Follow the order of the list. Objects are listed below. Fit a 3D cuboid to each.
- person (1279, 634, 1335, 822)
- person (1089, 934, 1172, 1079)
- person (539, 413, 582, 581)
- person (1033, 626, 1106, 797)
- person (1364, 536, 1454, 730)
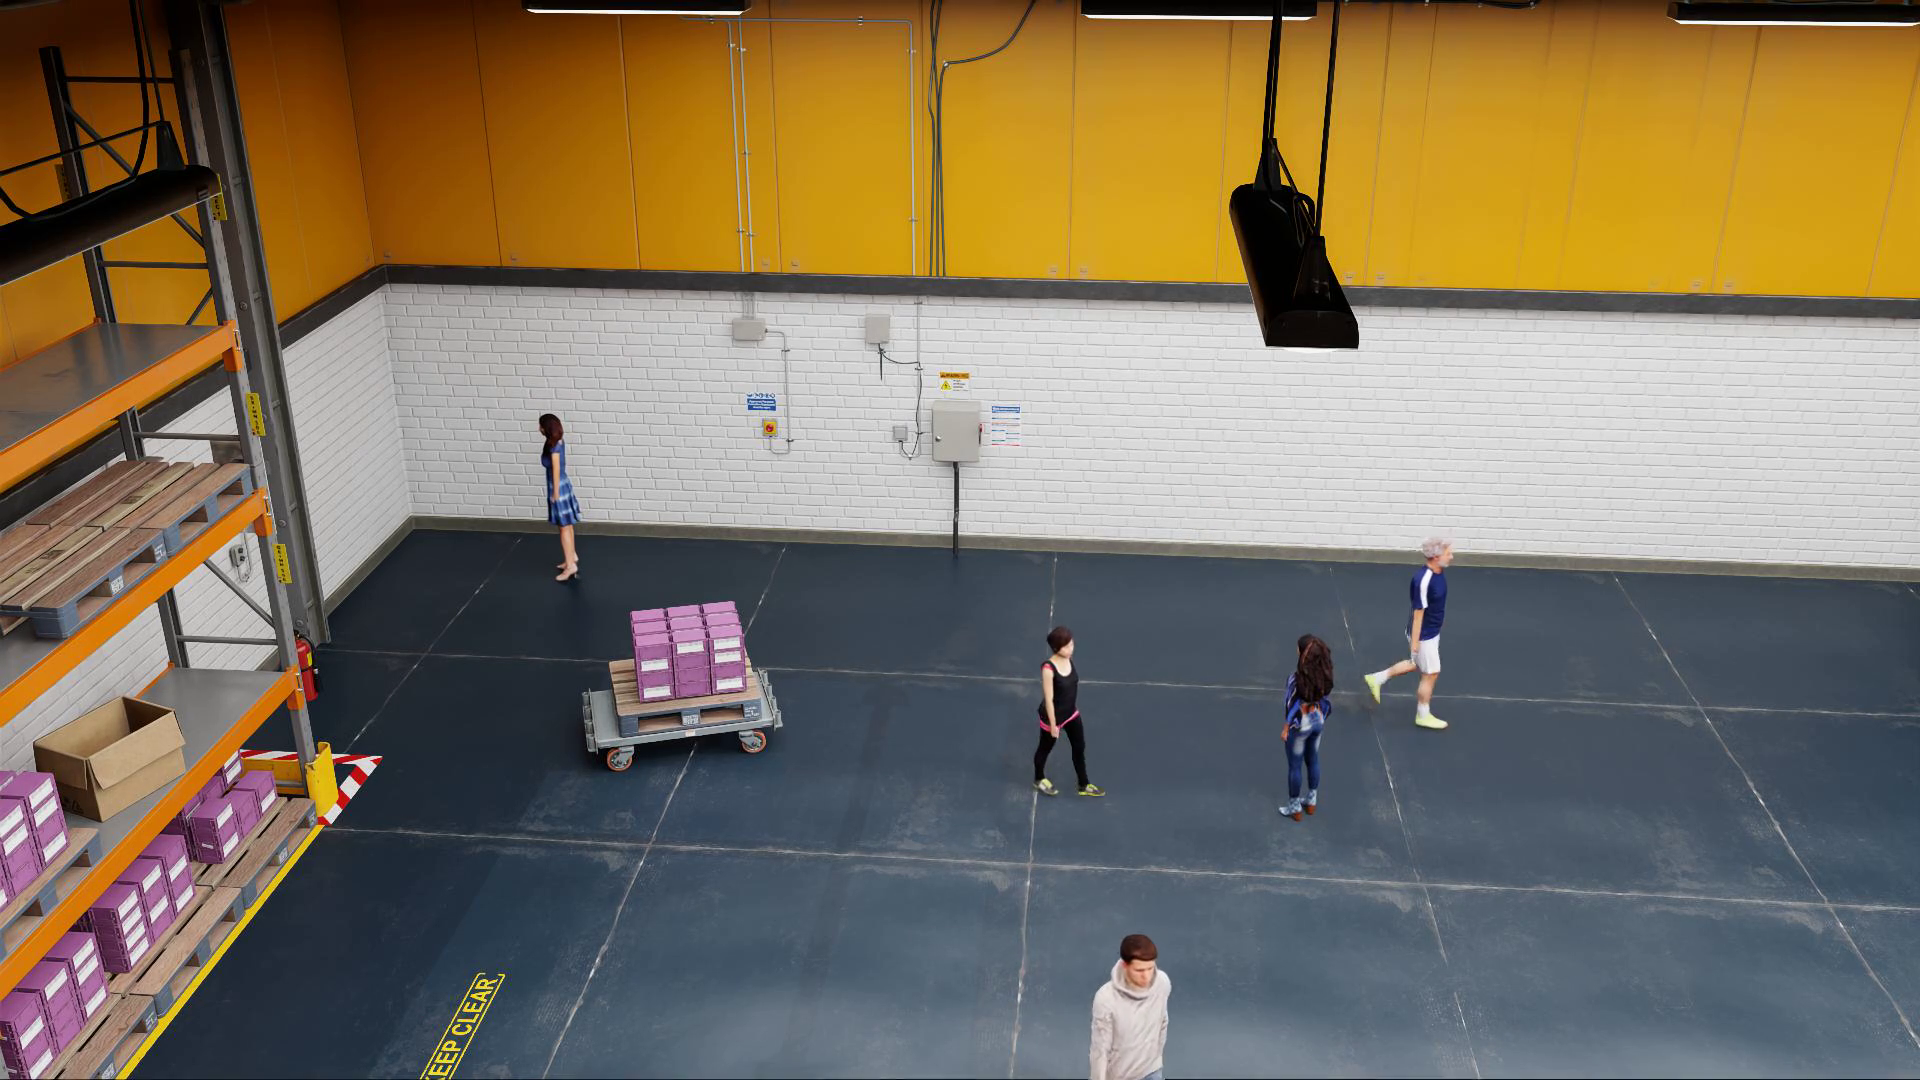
[{"bbox_3d":[2.735,1.472,13.213,0.706,1.618,0.737,-14,27,-29],"label":"person"},{"bbox_3d":[0.904,2.980,9.531,1.133,1.806,1.354,-11,26,-24],"label":"person"},{"bbox_3d":[-4.207,-0.467,17.416,0.799,1.805,0.625,-5,24,-11],"label":"person"},{"bbox_3d":[0.735,1.382,13.530,0.899,1.531,0.894,18,29,35],"label":"person"},{"bbox_3d":[3.971,0.788,14.531,0.926,1.816,1.056,11,26,24],"label":"person"}]
